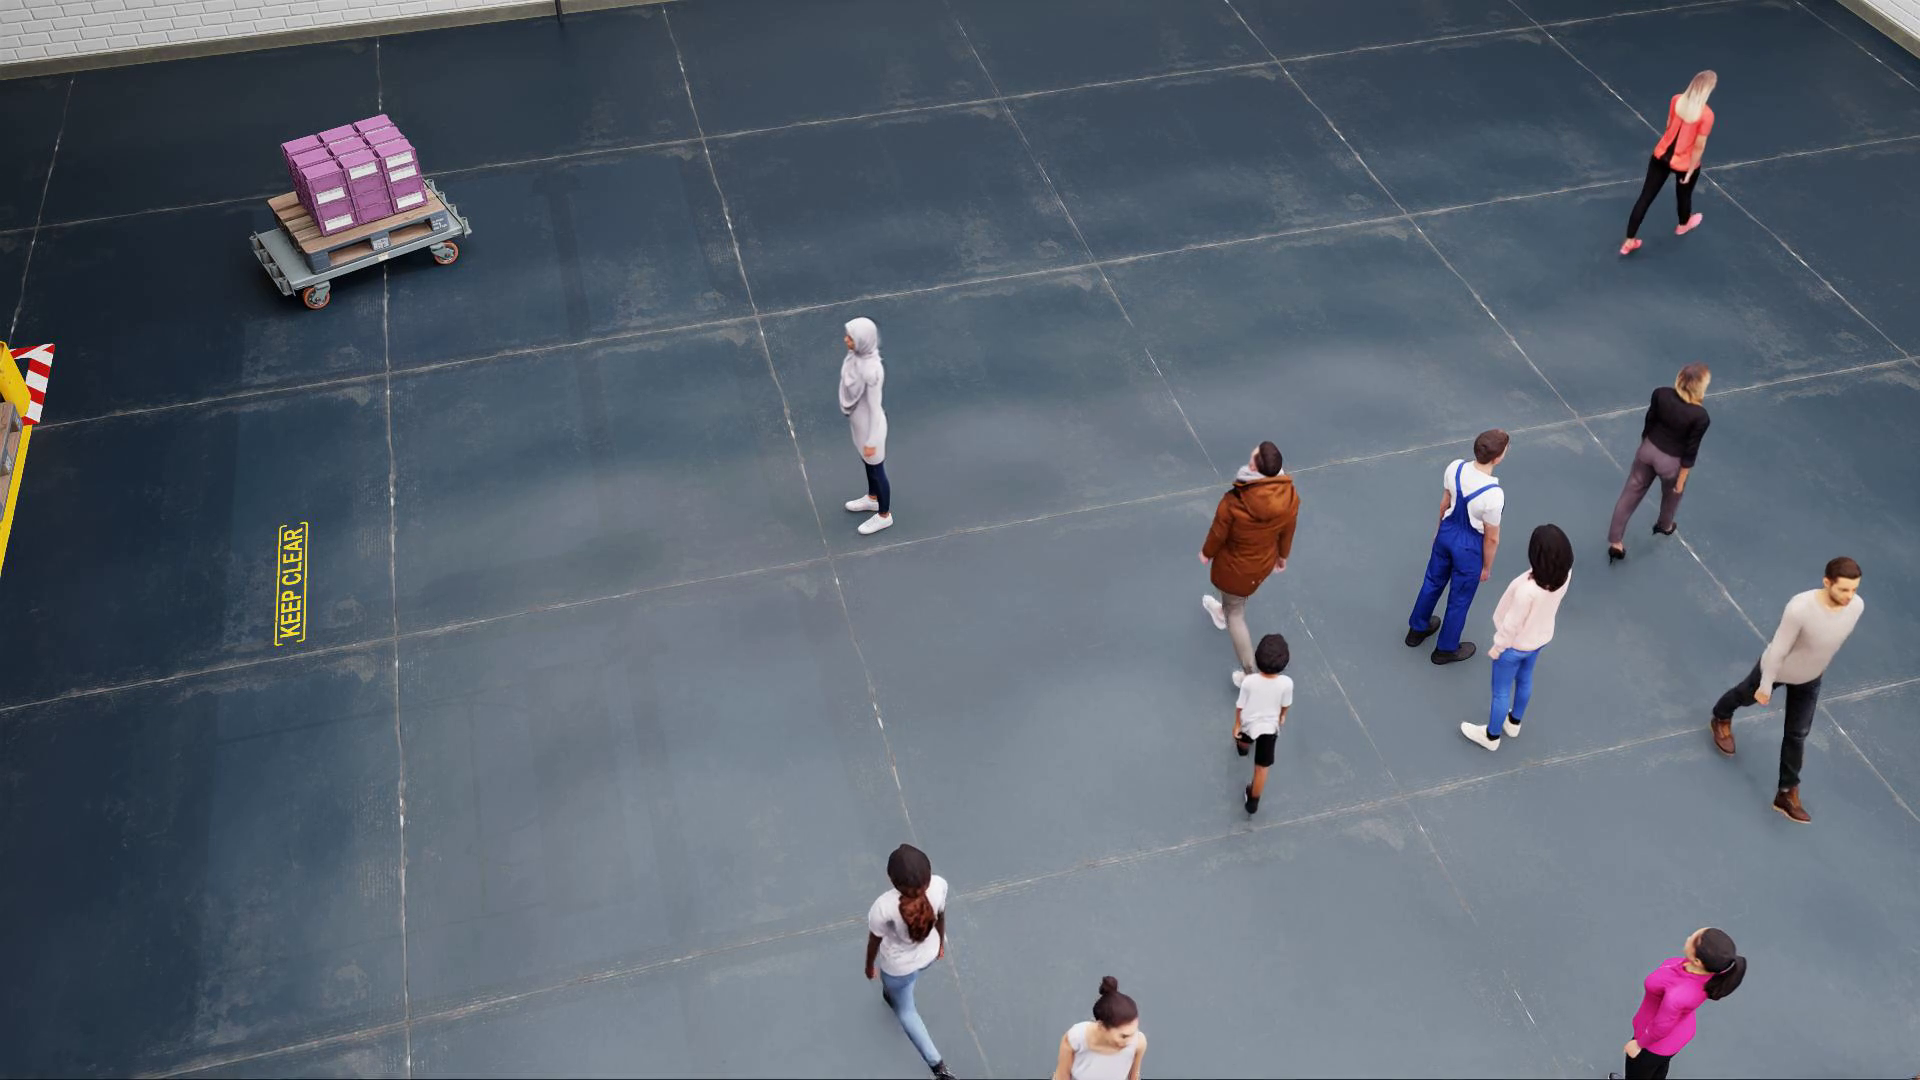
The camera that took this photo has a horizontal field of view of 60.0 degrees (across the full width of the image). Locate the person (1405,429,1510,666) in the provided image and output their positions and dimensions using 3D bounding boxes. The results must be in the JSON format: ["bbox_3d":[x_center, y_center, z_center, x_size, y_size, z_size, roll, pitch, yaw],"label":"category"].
[{"bbox_3d":[3.183,0.036,10.577,0.753,1.850,0.613,-24,49,-23],"label":"person"}]

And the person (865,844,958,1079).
[{"bbox_3d":[-0.216,2.178,8.444,0.839,1.691,1.132,-27,50,-25],"label":"person"}]

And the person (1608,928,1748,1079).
[{"bbox_3d":[3.469,2.421,8.183,0.681,1.699,0.712,-33,53,-30],"label":"person"}]

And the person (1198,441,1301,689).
[{"bbox_3d":[1.824,0.190,10.452,0.824,1.798,1.208,-17,46,-17],"label":"person"}]

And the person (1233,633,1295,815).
[{"bbox_3d":[1.788,1.123,9.894,0.676,1.218,0.936,2,44,3],"label":"person"}]

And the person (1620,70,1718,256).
[{"bbox_3d":[5.975,-3.149,14.068,0.940,1.646,1.121,-27,50,-25],"label":"person"}]

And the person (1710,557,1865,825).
[{"bbox_3d":[4.875,0.723,9.884,0.797,1.811,1.217,-5,44,-5],"label":"person"}]

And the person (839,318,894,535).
[{"bbox_3d":[-0.636,-0.794,11.503,0.684,1.775,0.484,-13,45,-13],"label":"person"}]

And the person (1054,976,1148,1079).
[{"bbox_3d":[0.641,2.590,8.083,0.822,1.591,1.081,4,44,5],"label":"person"}]

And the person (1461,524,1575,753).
[{"bbox_3d":[3.401,0.602,10.043,0.713,1.768,0.661,-25,49,-24],"label":"person"}]

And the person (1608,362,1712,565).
[{"bbox_3d":[4.677,-0.469,11.254,0.886,1.648,0.933,-28,50,-26],"label":"person"}]
